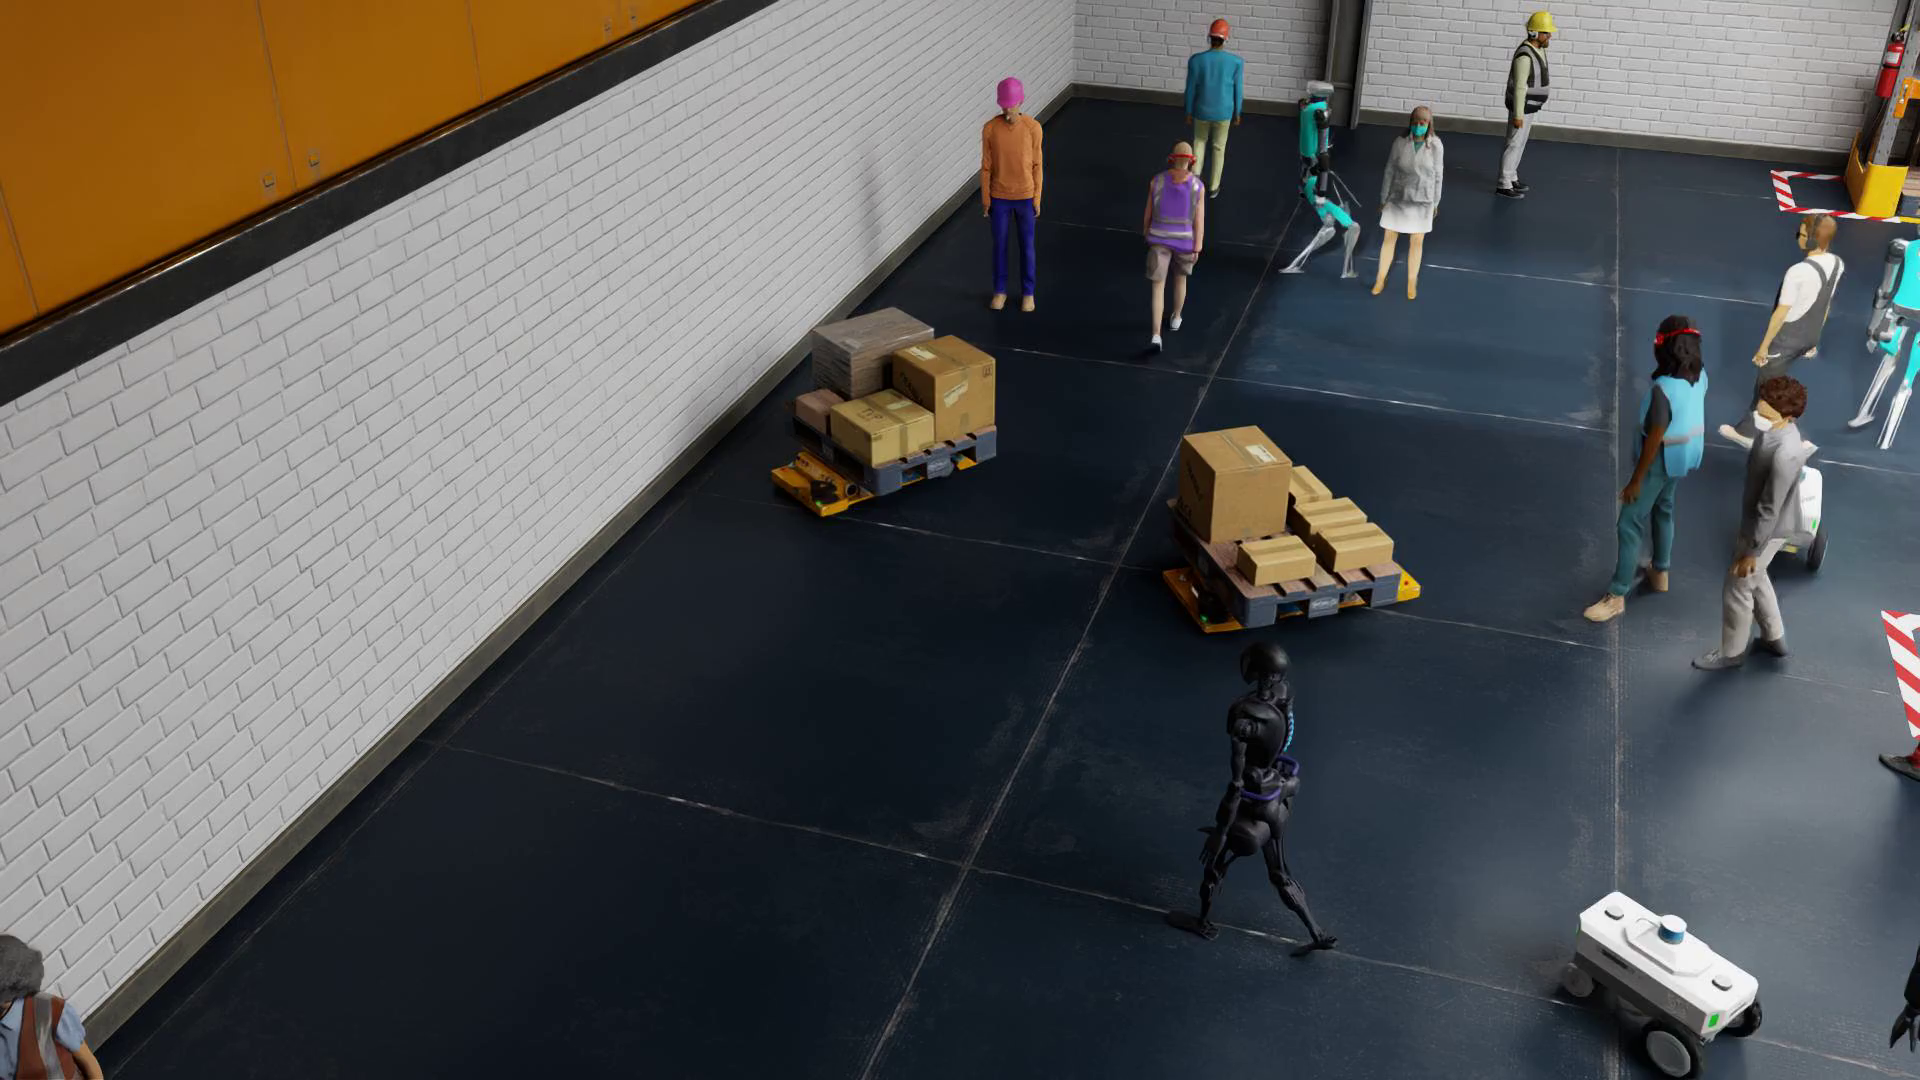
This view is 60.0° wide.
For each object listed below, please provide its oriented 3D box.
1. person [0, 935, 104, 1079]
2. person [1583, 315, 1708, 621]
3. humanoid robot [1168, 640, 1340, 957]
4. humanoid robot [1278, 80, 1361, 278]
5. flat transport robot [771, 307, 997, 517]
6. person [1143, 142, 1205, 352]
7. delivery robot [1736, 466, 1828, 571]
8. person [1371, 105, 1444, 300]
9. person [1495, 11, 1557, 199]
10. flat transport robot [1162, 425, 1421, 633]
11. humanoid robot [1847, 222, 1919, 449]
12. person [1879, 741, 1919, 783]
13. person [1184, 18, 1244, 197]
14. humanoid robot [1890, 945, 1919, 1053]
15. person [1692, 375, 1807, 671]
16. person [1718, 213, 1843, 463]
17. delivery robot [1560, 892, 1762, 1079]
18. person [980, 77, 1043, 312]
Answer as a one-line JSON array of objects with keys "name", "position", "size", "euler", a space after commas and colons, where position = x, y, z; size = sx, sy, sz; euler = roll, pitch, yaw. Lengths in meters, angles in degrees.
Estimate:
[{"name": "person", "position": [-3.177, 2.030, 5.768], "size": [0.454, 1.686, 0.308], "euler": [-11, 32, -18]}, {"name": "person", "position": [4.100, -0.424, 9.808], "size": [0.885, 1.842, 0.412], "euler": [-24, 38, -35]}, {"name": "humanoid robot", "position": [1.340, 1.174, 7.290], "size": [0.768, 1.636, 0.602], "euler": [19, 35, 29]}, {"name": "humanoid robot", "position": [3.301, -3.092, 14.504], "size": [0.842, 1.828, 0.546], "euler": [-3, 31, -5]}, {"name": "flat transport robot", "position": [-0.537, -0.564, 11.584], "size": [1.431, 0.231, 0.659], "euler": [-20, 36, -31]}, {"name": "person", "position": [1.688, -2.348, 13.248], "size": [0.482, 1.655, 0.872], "euler": [4, 31, 6]}, {"name": "delivery robot", "position": [5.306, -0.183, 10.666], "size": [0.499, 0.606, 0.805], "euler": [13, 33, 21]}, {"name": "person", "position": [3.806, -2.849, 14.097], "size": [0.495, 1.659, 0.336], "euler": [10, 32, 16]}, {"name": "person", "position": [5.571, -4.286, 16.388], "size": [0.403, 1.826, 0.594], "euler": [16, 34, 25]}, {"name": "flat transport robot", "position": [2.036, 0.229, 10.236], "size": [1.431, 0.231, 0.659], "euler": [-9, 32, -14]}, {"name": "humanoid robot", "position": [6.697, -1.451, 11.720], "size": [0.530, 1.842, 0.800], "euler": [21, 36, 31]}, {"name": "person", "position": [5.105, 0.445, 8.389], "size": [0.522, 1.771, 0.301], "euler": [-12, 33, -20]}, {"name": "person", "position": [2.504, -4.255, 16.416], "size": [0.567, 1.738, 0.394], "euler": [9, 32, 14]}, {"name": "humanoid robot", "position": [3.793, 1.825, 6.138], "size": [0.607, 1.635, 0.324], "euler": [26, 39, 36]}, {"name": "person", "position": [4.499, -0.067, 9.166], "size": [0.596, 1.866, 0.622], "euler": [10, 32, 16]}, {"name": "person", "position": [5.734, -1.366, 11.427], "size": [0.522, 1.814, 0.790], "euler": [-14, 33, -23]}, {"name": "delivery robot", "position": [3.026, 1.891, 7.144], "size": [0.499, 0.613, 0.802], "euler": [-21, 36, -31]}, {"name": "person", "position": [0.424, -2.865, 13.827], "size": [0.518, 1.972, 0.403], "euler": [3, 31, 5]}]
